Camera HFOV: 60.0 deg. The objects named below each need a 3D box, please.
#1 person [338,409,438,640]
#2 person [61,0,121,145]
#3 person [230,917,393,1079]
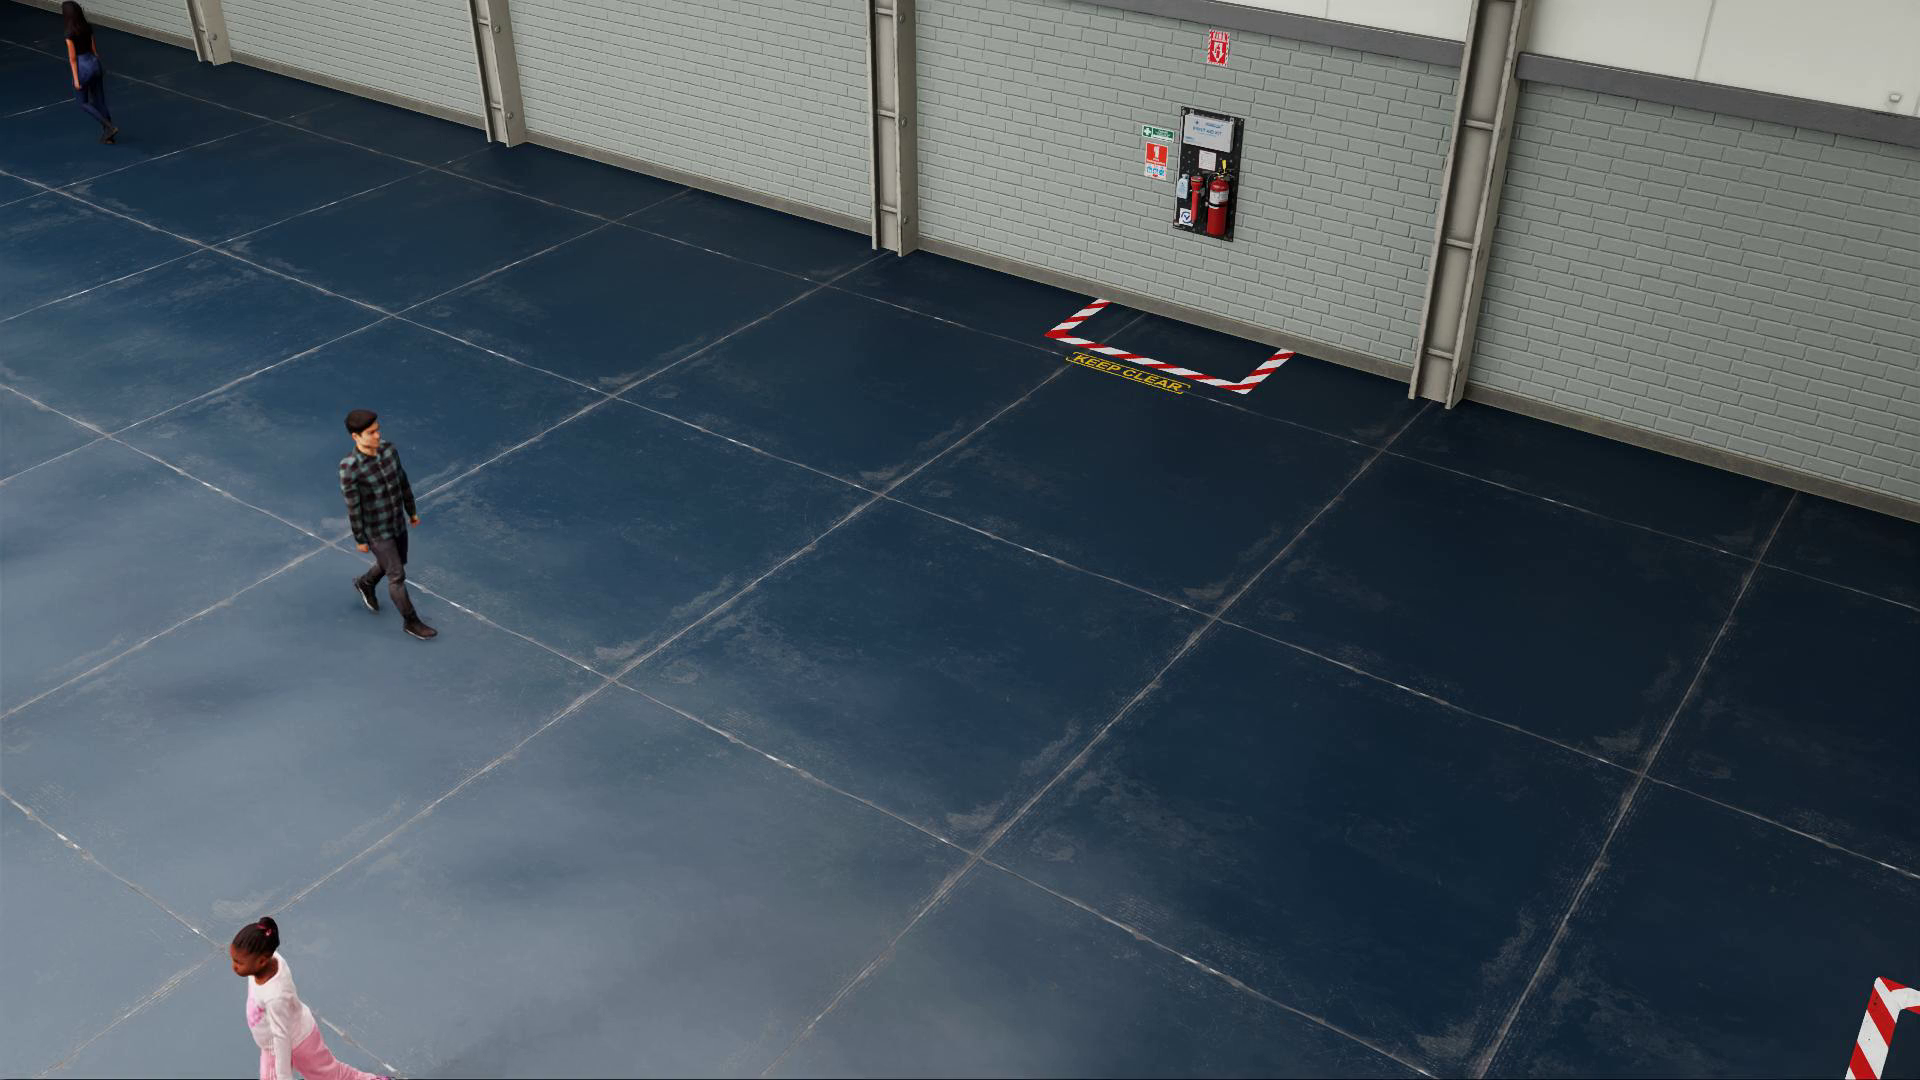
[{"bbox_3d":[-4.007,-0.137,11.369,1.067,1.688,0.806,13,35,20],"label":"person"},{"bbox_3d":[-10.411,-5.587,19.993,0.750,1.728,0.686,11,34,16],"label":"person"},{"bbox_3d":[-3.061,2.289,7.796,0.839,1.422,1.006,-20,38,-29],"label":"person"}]
